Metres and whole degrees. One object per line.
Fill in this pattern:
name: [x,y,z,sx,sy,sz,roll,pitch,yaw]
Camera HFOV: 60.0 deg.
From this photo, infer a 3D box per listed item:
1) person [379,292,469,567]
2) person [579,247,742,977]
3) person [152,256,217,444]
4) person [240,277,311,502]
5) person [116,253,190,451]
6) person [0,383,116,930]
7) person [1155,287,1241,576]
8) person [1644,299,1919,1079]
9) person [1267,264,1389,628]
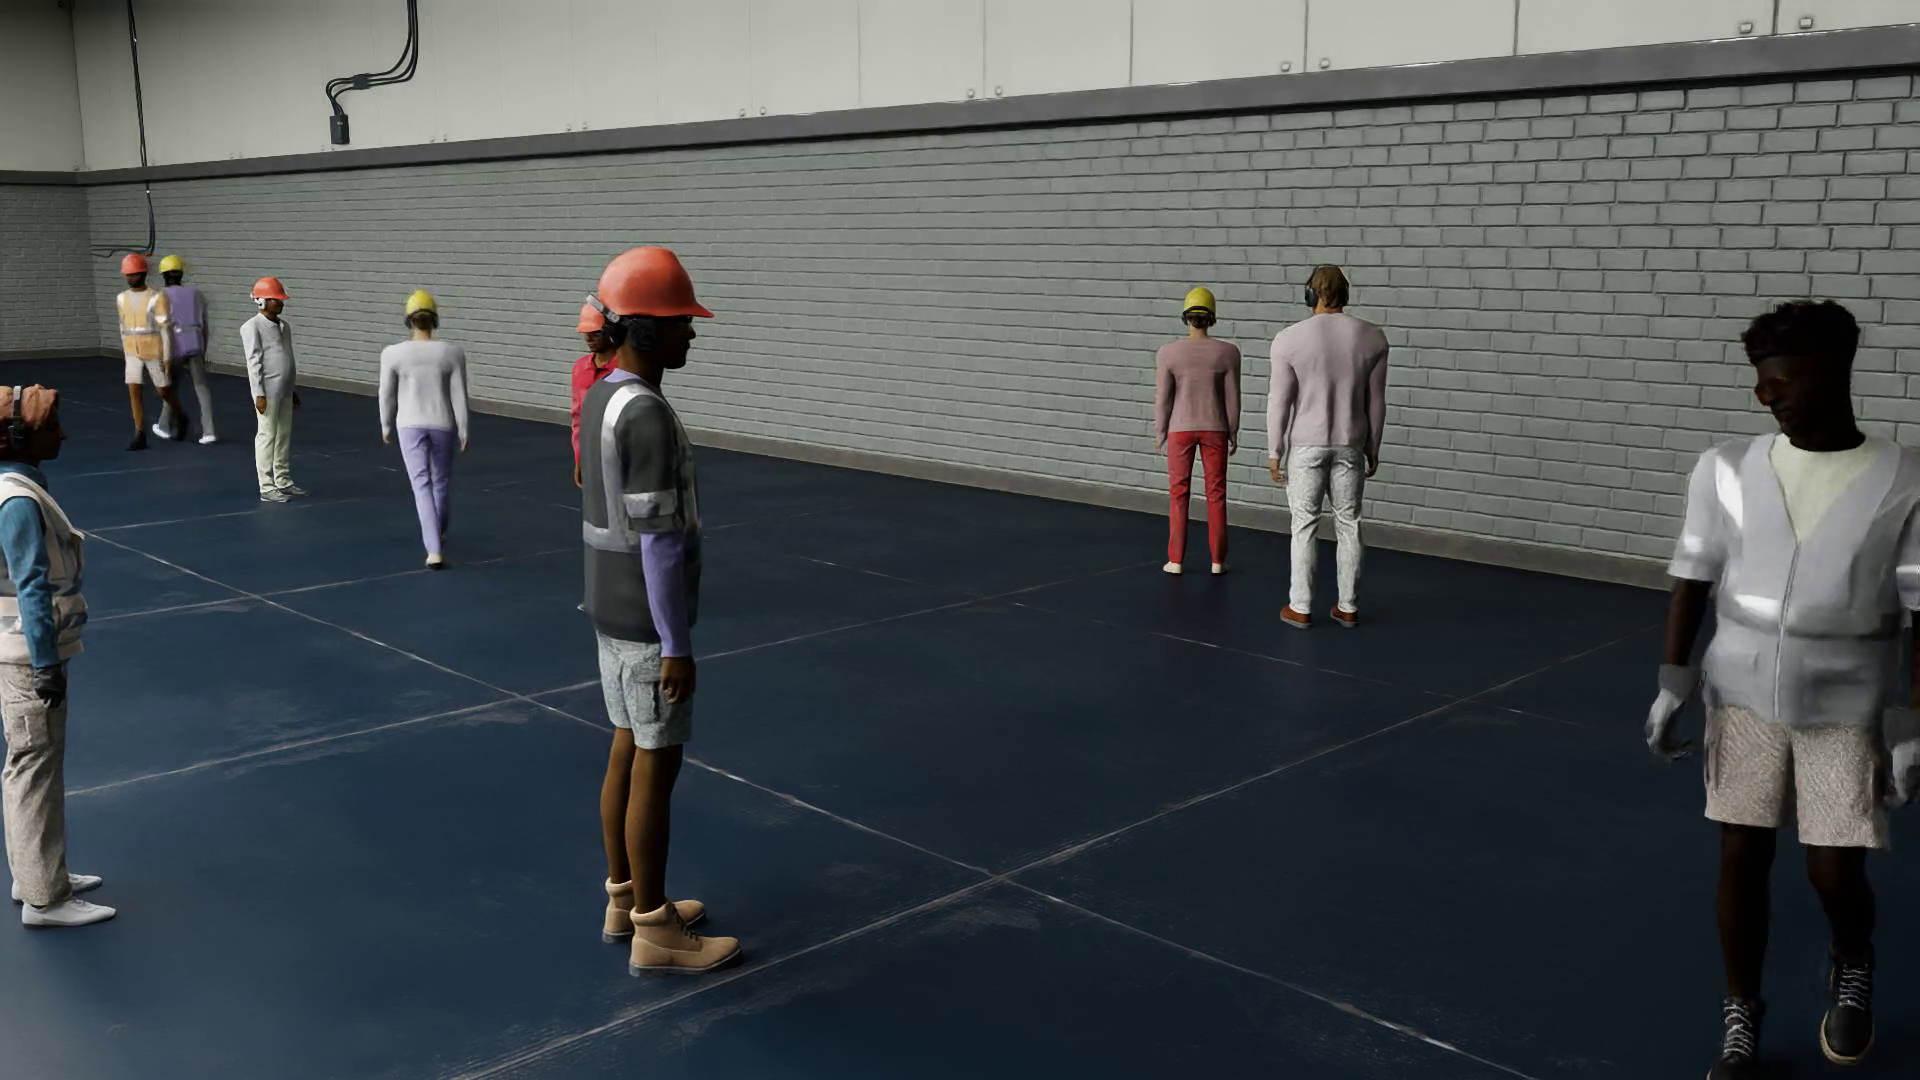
person: [-3.420,-0.715,10.627,0.525,1.710,0.944,-5,12,-26]
person: [-0.861,0.208,4.704,0.374,2.043,0.613,-5,11,-25]
person: [-7.819,-1.897,16.686,1.042,1.855,0.595,8,13,39]
person: [-5.382,-1.184,13.080,0.324,1.752,0.561,1,10,7]
person: [-7.946,-1.855,16.338,0.554,1.911,0.858,1,10,6]
person: [-2.794,0.350,5.035,0.311,1.638,0.521,-7,12,-32]
person: [1.446,-0.651,10.145,0.522,1.769,0.312,1,10,3]
person: [2.010,0.394,4.003,0.638,1.928,0.552,9,14,41]
person: [1.927,-0.482,8.790,0.631,1.930,0.372,-1,10,-4]
